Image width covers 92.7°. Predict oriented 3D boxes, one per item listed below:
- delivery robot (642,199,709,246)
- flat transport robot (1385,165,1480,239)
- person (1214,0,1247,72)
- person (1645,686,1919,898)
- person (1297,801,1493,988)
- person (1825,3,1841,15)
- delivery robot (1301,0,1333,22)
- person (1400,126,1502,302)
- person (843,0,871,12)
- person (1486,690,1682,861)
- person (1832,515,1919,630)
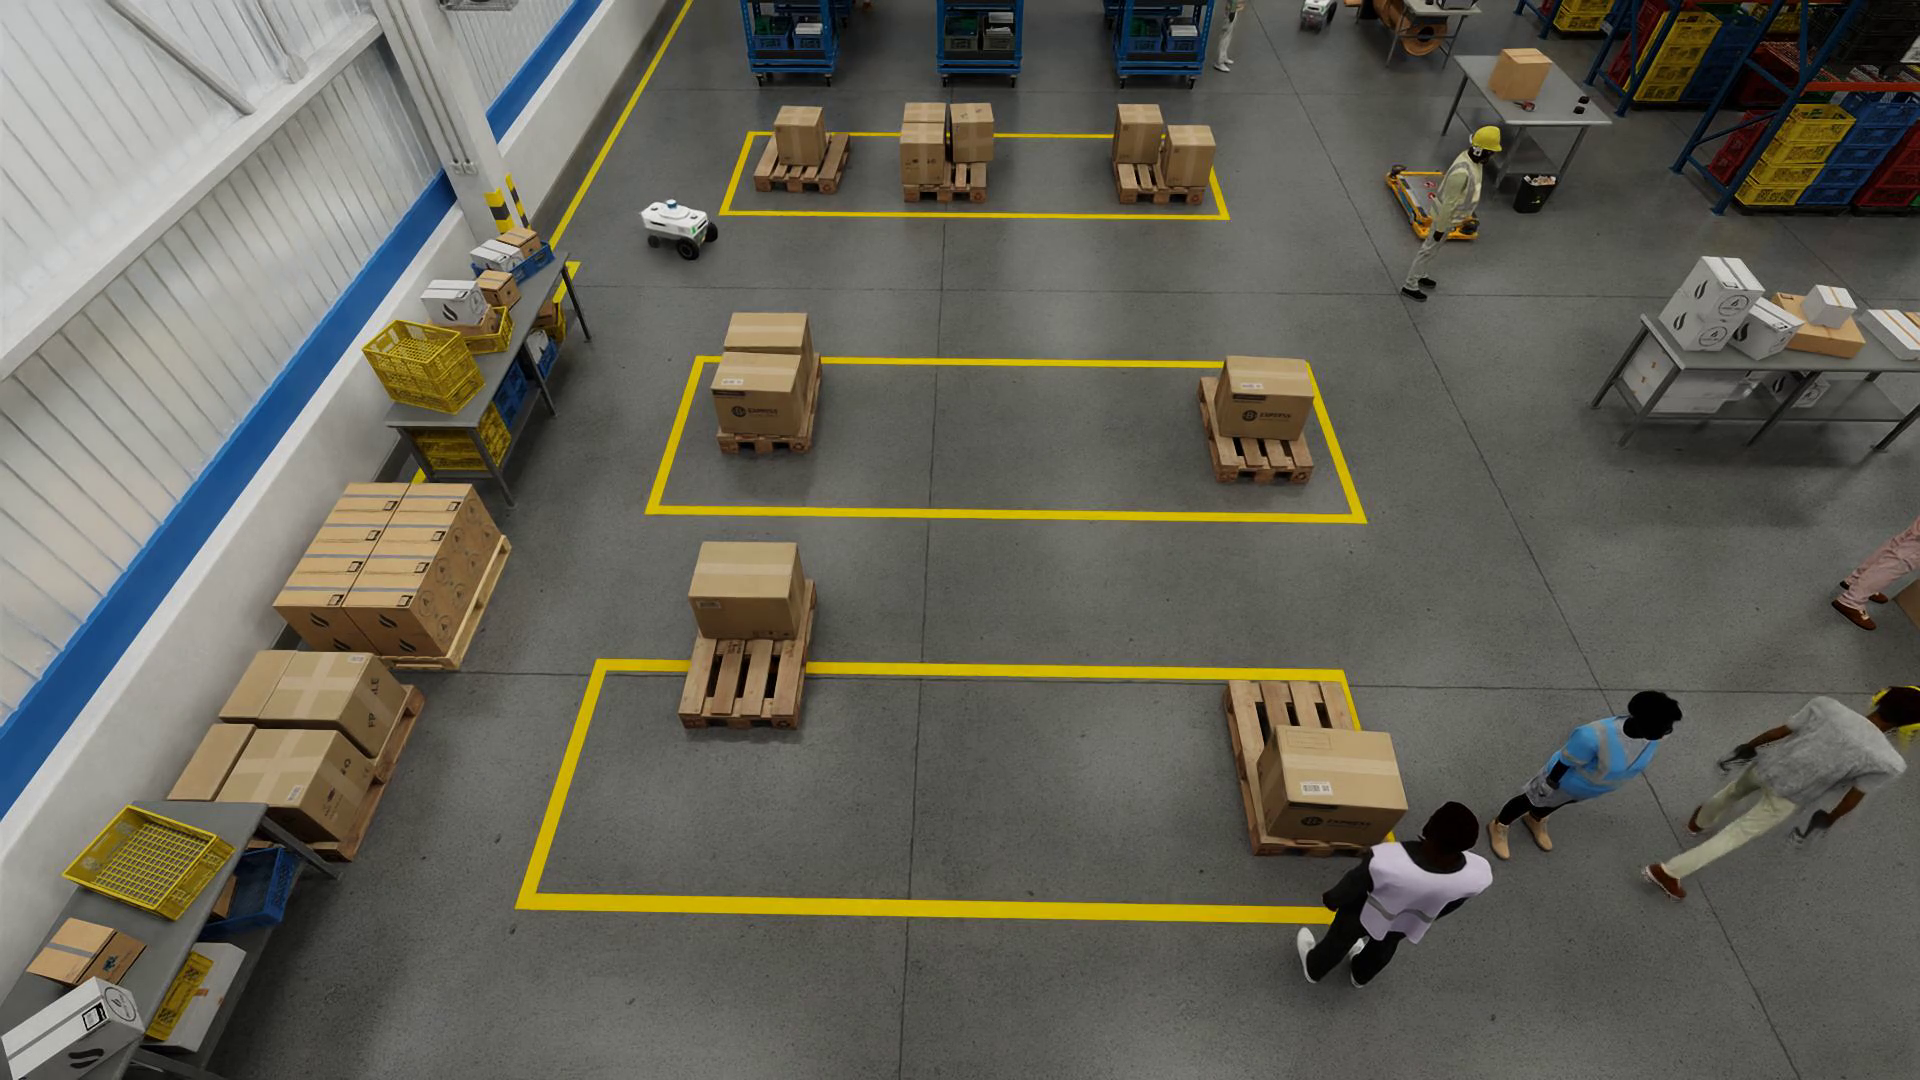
[{"bbox_3d":[-3.222,-3.617,10.400,0.707,0.478,0.477,16,51,13],"label":"delivery robot"},{"bbox_3d":[5.692,-4.094,11.059,0.652,0.197,1.431,1,49,1],"label":"flat transport robot"},{"bbox_3d":[3.988,-7.728,13.304,0.307,1.639,0.525,17,51,14],"label":"person"},{"bbox_3d":[4.668,1.437,5.262,0.861,1.824,0.584,-18,51,-15],"label":"person"},{"bbox_3d":[2.236,1.918,4.783,0.595,1.911,0.385,3,49,3],"label":"person"},{"bbox_3d":[12.661,-7.744,13.160,0.339,1.880,0.584,25,54,20],"label":"person"},{"bbox_3d":[5.767,-8.631,14.740,0.477,0.478,0.707,23,53,19],"label":"delivery robot"},{"bbox_3d":[5.013,-3.324,9.374,0.403,1.823,0.595,27,54,22],"label":"person"},{"bbox_3d":[-1.702,-9.600,14.695,0.617,1.990,0.393,18,51,15],"label":"person"},{"bbox_3d":[3.647,1.388,5.375,0.535,1.699,0.318,-7,49,-6],"label":"person"},{"bbox_3d":[7.095,-0.120,6.545,0.643,1.909,0.410,-35,58,-27],"label":"person"}]
